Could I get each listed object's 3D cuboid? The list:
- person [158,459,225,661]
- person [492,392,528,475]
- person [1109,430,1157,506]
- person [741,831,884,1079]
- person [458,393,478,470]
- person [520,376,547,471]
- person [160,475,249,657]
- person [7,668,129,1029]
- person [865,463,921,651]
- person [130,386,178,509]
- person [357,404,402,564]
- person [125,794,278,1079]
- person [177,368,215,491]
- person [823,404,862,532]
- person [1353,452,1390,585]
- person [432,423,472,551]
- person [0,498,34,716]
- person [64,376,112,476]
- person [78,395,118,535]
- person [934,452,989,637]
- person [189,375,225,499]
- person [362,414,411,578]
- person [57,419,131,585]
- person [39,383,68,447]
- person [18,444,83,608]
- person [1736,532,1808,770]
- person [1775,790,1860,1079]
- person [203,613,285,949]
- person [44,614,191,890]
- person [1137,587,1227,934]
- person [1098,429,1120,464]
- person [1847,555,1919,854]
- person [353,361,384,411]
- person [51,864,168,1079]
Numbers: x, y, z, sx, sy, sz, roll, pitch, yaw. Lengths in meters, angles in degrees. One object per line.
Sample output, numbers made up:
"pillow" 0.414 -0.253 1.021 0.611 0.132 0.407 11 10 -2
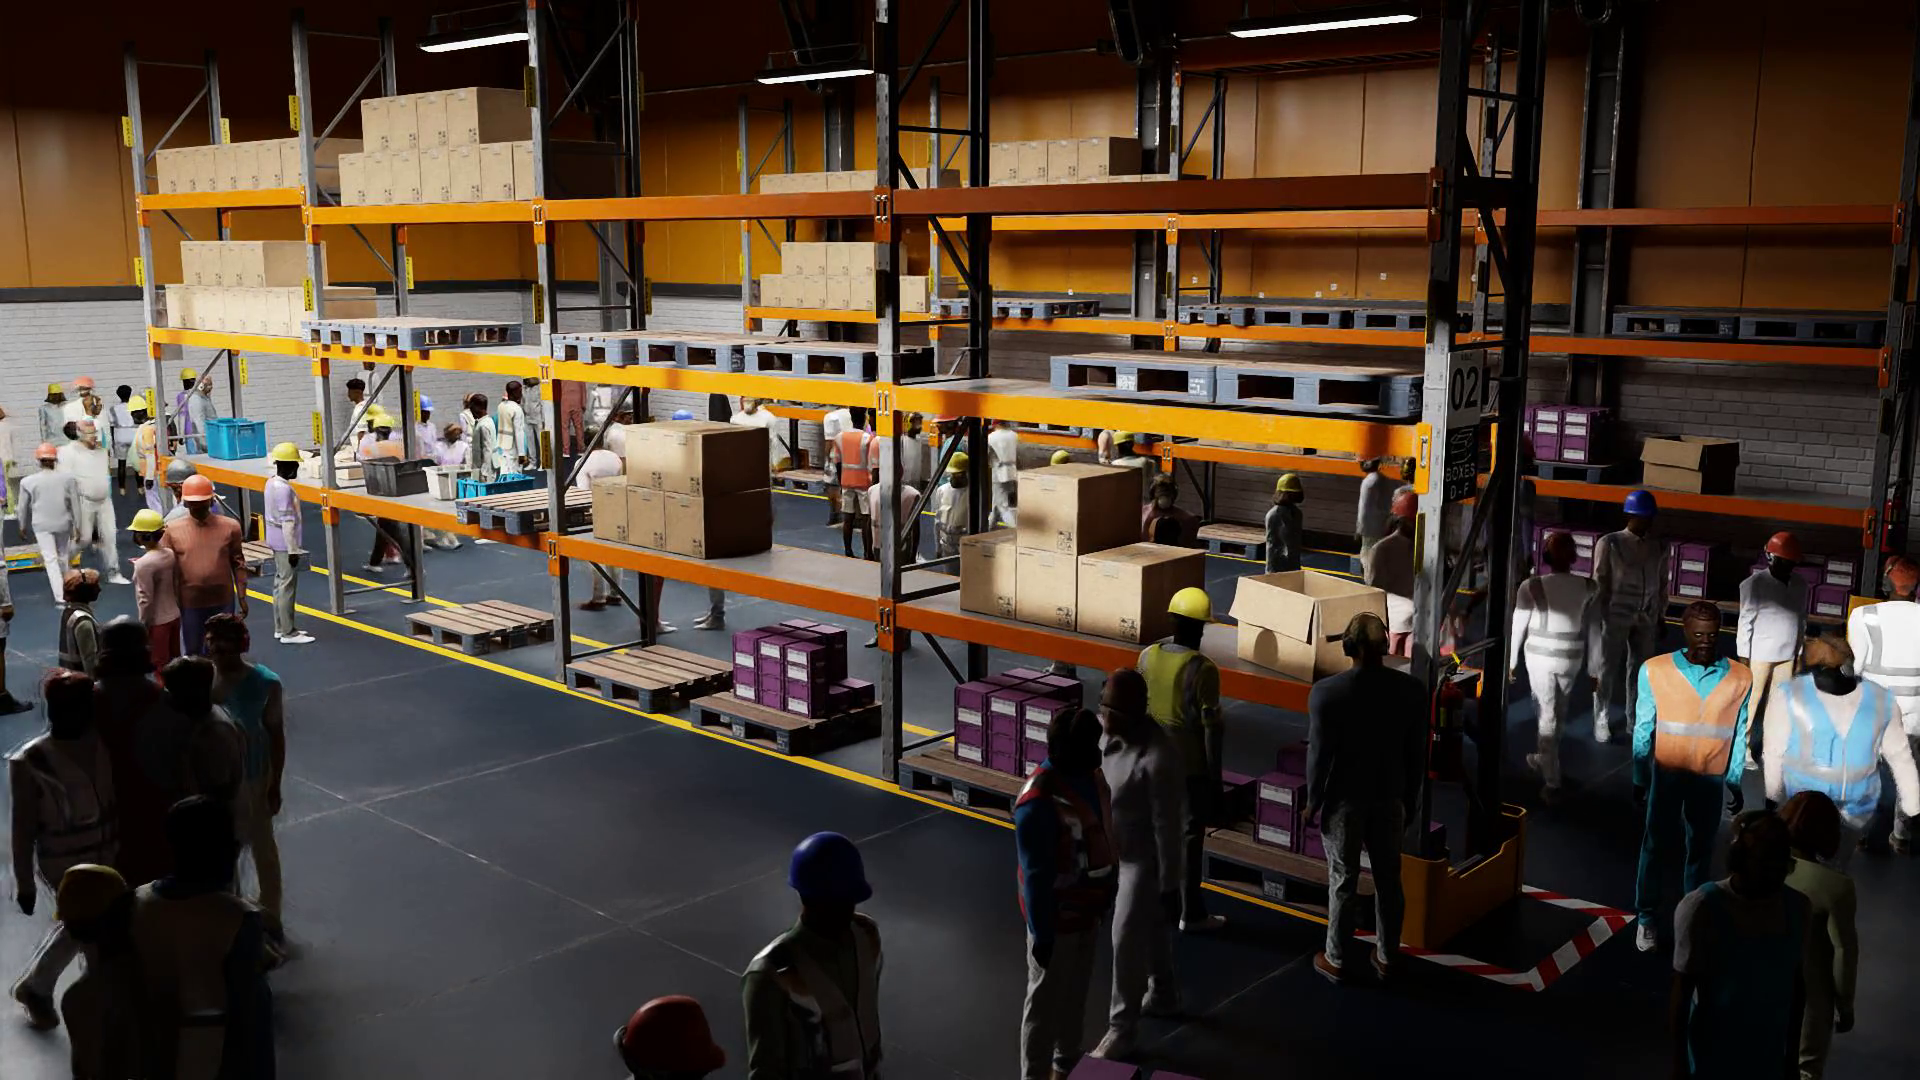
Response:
"person" -6.407 0.328 13.838 0.536 2.000 0.682 1 10 4
"person" -6.404 -1.281 23.790 0.573 1.739 0.355 5 11 26
"person" 1.751 -0.244 17.492 0.612 1.885 0.840 -3 10 -16
"person" -0.436 1.869 5.384 0.398 1.945 0.616 7 12 34
"person" -7.133 -1.324 24.307 0.311 1.642 0.513 2 10 12
"person" -7.202 -2.025 28.022 0.489 1.731 0.321 3 11 18
"person" -5.978 0.466 13.190 0.625 1.991 0.389 -5 11 -28
"person" -4.199 1.494 7.834 0.942 1.851 0.568 3 11 18
"person" -0.627 0.114 15.615 0.565 1.840 0.390 5 11 26
"person" -10.145 -0.930 20.947 0.681 2.000 0.538 10 14 43
"person" -6.995 -0.667 19.841 0.740 1.904 0.595 5 11 25
"person" -2.612 1.820 5.754 0.590 1.917 0.398 4 11 21
"person" -11.757 -1.679 25.527 0.387 1.921 0.586 4 11 23
"person" -1.572 -1.076 22.113 0.675 1.917 0.734 -7 12 -33
"person" 4.299 -0.130 17.295 0.477 1.731 0.560 5 11 28
"person" -6.341 -0.665 20.708 0.559 1.586 0.858 -8 13 -38
"person" -7.842 0.457 13.424 0.542 1.929 0.374 5 11 25
"person" -12.160 -1.298 23.227 0.612 1.976 0.506 0 10 -2
"person" -11.362 -0.983 21.830 0.509 1.839 0.338 9 13 41
"person" 0.009 0.056 16.005 0.586 1.824 0.404 5 11 27
"person" -11.121 -1.491 24.543 0.400 1.895 0.655 -4 11 -20
"person" -6.525 -0.507 19.060 0.992 1.874 0.585 6 11 29
"person" -9.720 -0.417 18.509 0.748 1.883 0.664 4 11 23
"person" -13.477 -1.478 24.885 0.484 1.745 0.297 -8 13 -38
"person" -9.601 -0.165 17.551 0.575 1.702 0.896 -8 13 -40
"person" 5.883 0.797 12.026 0.566 1.743 0.349 -3 10 -16
"person" 3.350 1.796 6.688 0.279 1.633 0.498 -6 12 -32
"person" -3.883 1.288 8.947 0.564 1.850 0.390 2 10 9
"person" -4.038 1.327 8.189 0.702 2.000 0.776 -2 10 -13
"person" 1.233 1.210 9.198 0.379 1.918 0.585 -9 13 -40
"person" 1.871 -0.710 20.026 0.385 1.925 0.591 6 12 30
"person" 5.787 1.023 10.349 0.584 1.884 0.347 2 10 11
"person" -10.353 -2.315 29.214 0.573 1.887 0.354 4 11 23
"person" -2.854 1.933 5.712 0.916 1.709 0.550 3 10 15
